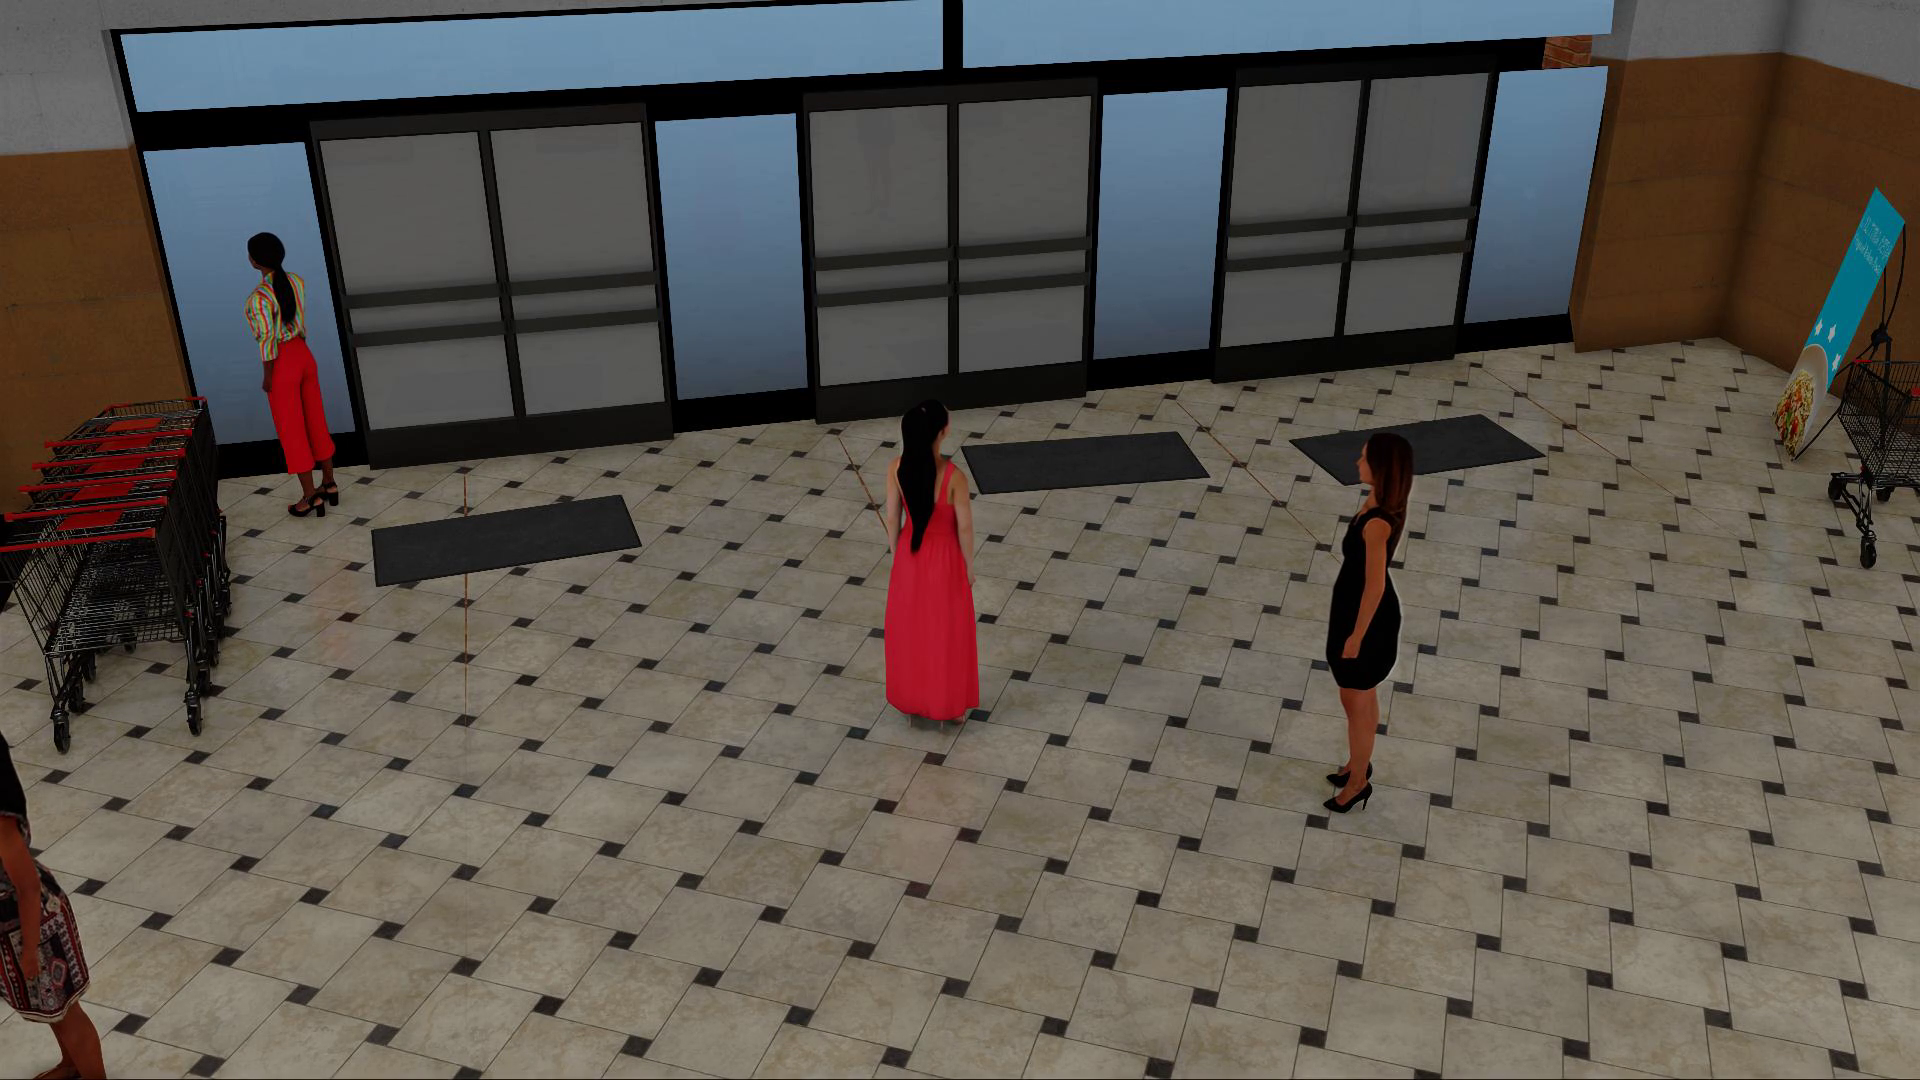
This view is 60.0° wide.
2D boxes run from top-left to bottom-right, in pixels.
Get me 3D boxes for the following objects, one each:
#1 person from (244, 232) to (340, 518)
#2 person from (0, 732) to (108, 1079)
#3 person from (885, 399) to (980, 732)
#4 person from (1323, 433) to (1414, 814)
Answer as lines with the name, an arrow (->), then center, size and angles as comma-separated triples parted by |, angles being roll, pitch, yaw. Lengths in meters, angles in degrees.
person -> -4.060, -0.996, 10.089 | 0.737, 1.793, 0.633 | 7, 28, 14
person -> -3.218, 1.303, 5.719 | 0.784, 1.645, 0.641 | -23, 35, -37
person -> -0.144, 0.134, 7.934 | 0.715, 1.726, 0.748 | 10, 28, 18
person -> 1.779, 0.385, 7.319 | 0.723, 1.834, 0.626 | 8, 28, 15
